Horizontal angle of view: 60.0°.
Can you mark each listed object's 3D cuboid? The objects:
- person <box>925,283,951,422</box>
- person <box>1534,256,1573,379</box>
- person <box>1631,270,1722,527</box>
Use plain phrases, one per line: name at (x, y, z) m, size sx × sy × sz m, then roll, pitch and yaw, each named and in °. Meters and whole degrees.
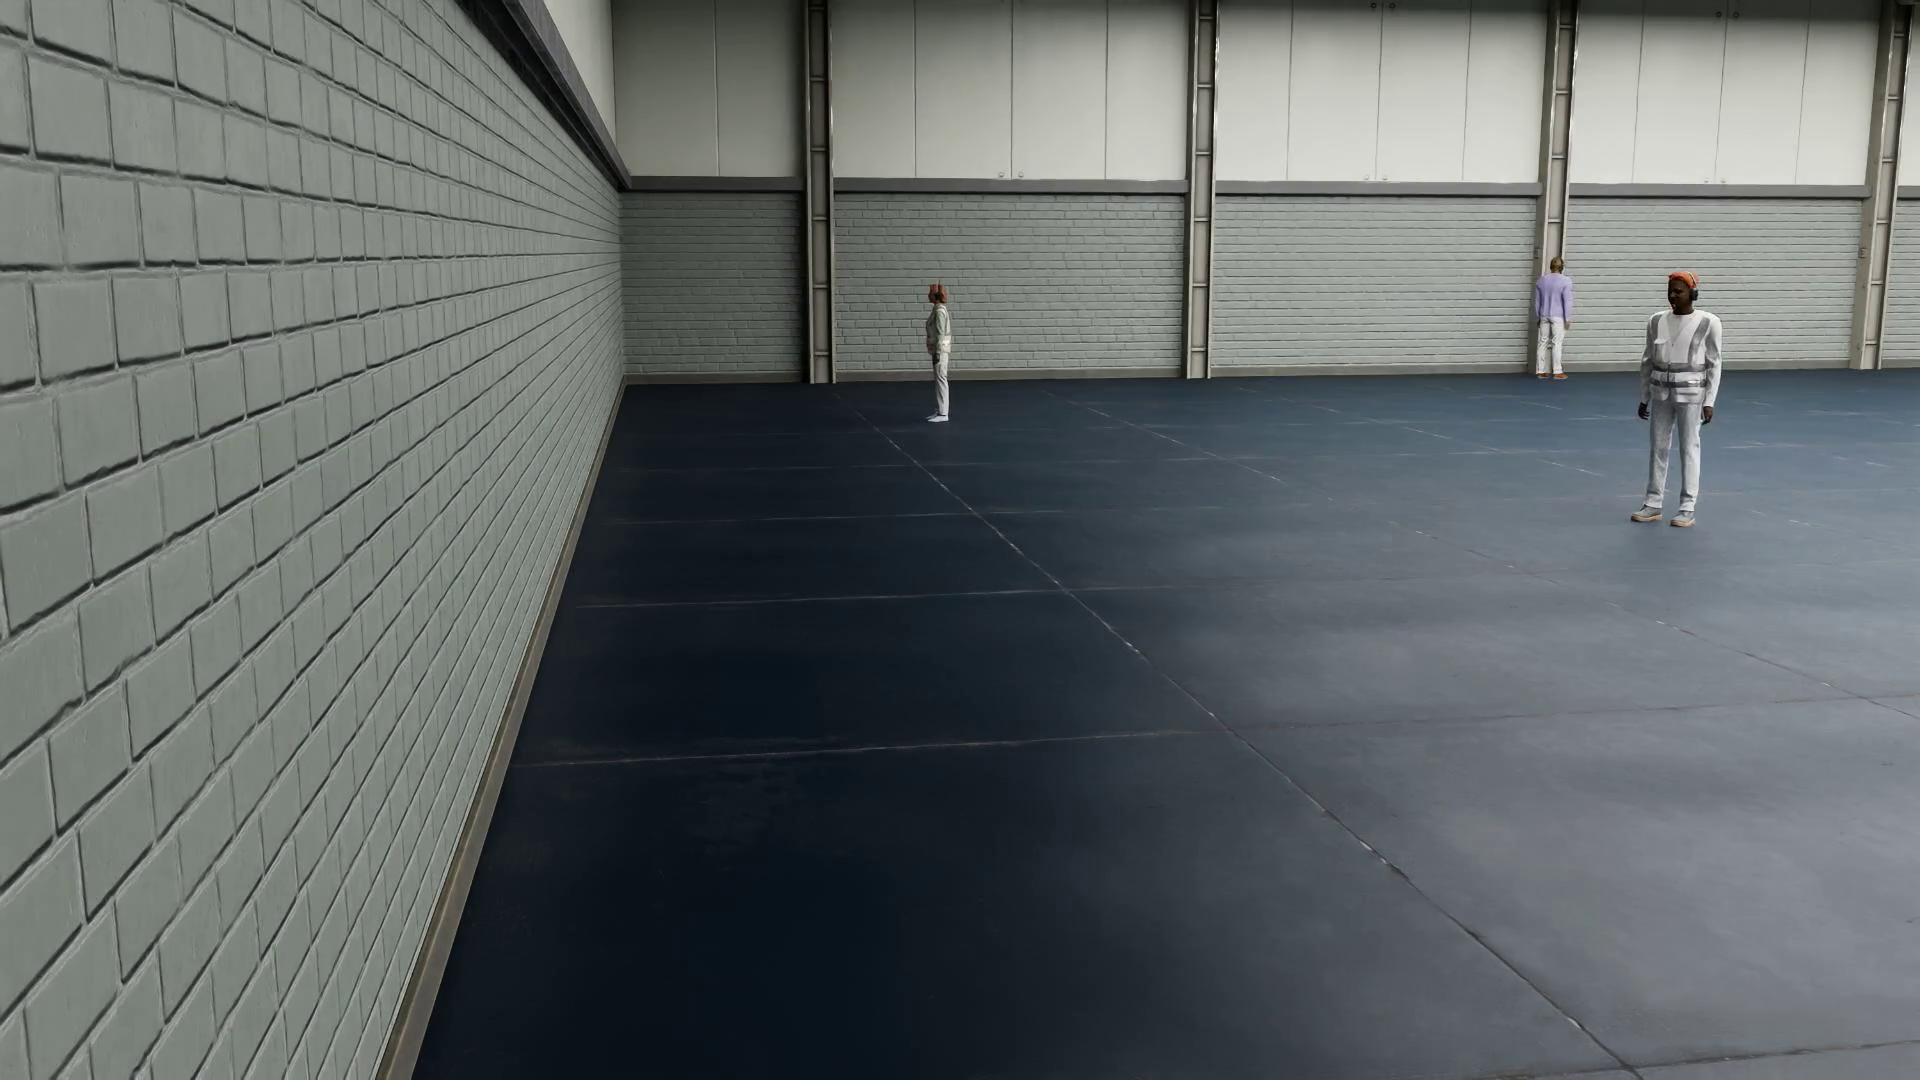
person at (-0.258, -2.219, 19.758) m, size 0.308 × 1.645 × 0.517 m, roll -1°, pitch 10°, yaw -4°
person at (9.396, -3.513, 26.363) m, size 0.377 × 1.940 × 0.629 m, roll -8°, pitch 13°, yaw -38°
person at (5.300, -1.042, 12.293) m, size 0.346 × 1.882 × 0.578 m, roll -8°, pitch 13°, yaw -38°
